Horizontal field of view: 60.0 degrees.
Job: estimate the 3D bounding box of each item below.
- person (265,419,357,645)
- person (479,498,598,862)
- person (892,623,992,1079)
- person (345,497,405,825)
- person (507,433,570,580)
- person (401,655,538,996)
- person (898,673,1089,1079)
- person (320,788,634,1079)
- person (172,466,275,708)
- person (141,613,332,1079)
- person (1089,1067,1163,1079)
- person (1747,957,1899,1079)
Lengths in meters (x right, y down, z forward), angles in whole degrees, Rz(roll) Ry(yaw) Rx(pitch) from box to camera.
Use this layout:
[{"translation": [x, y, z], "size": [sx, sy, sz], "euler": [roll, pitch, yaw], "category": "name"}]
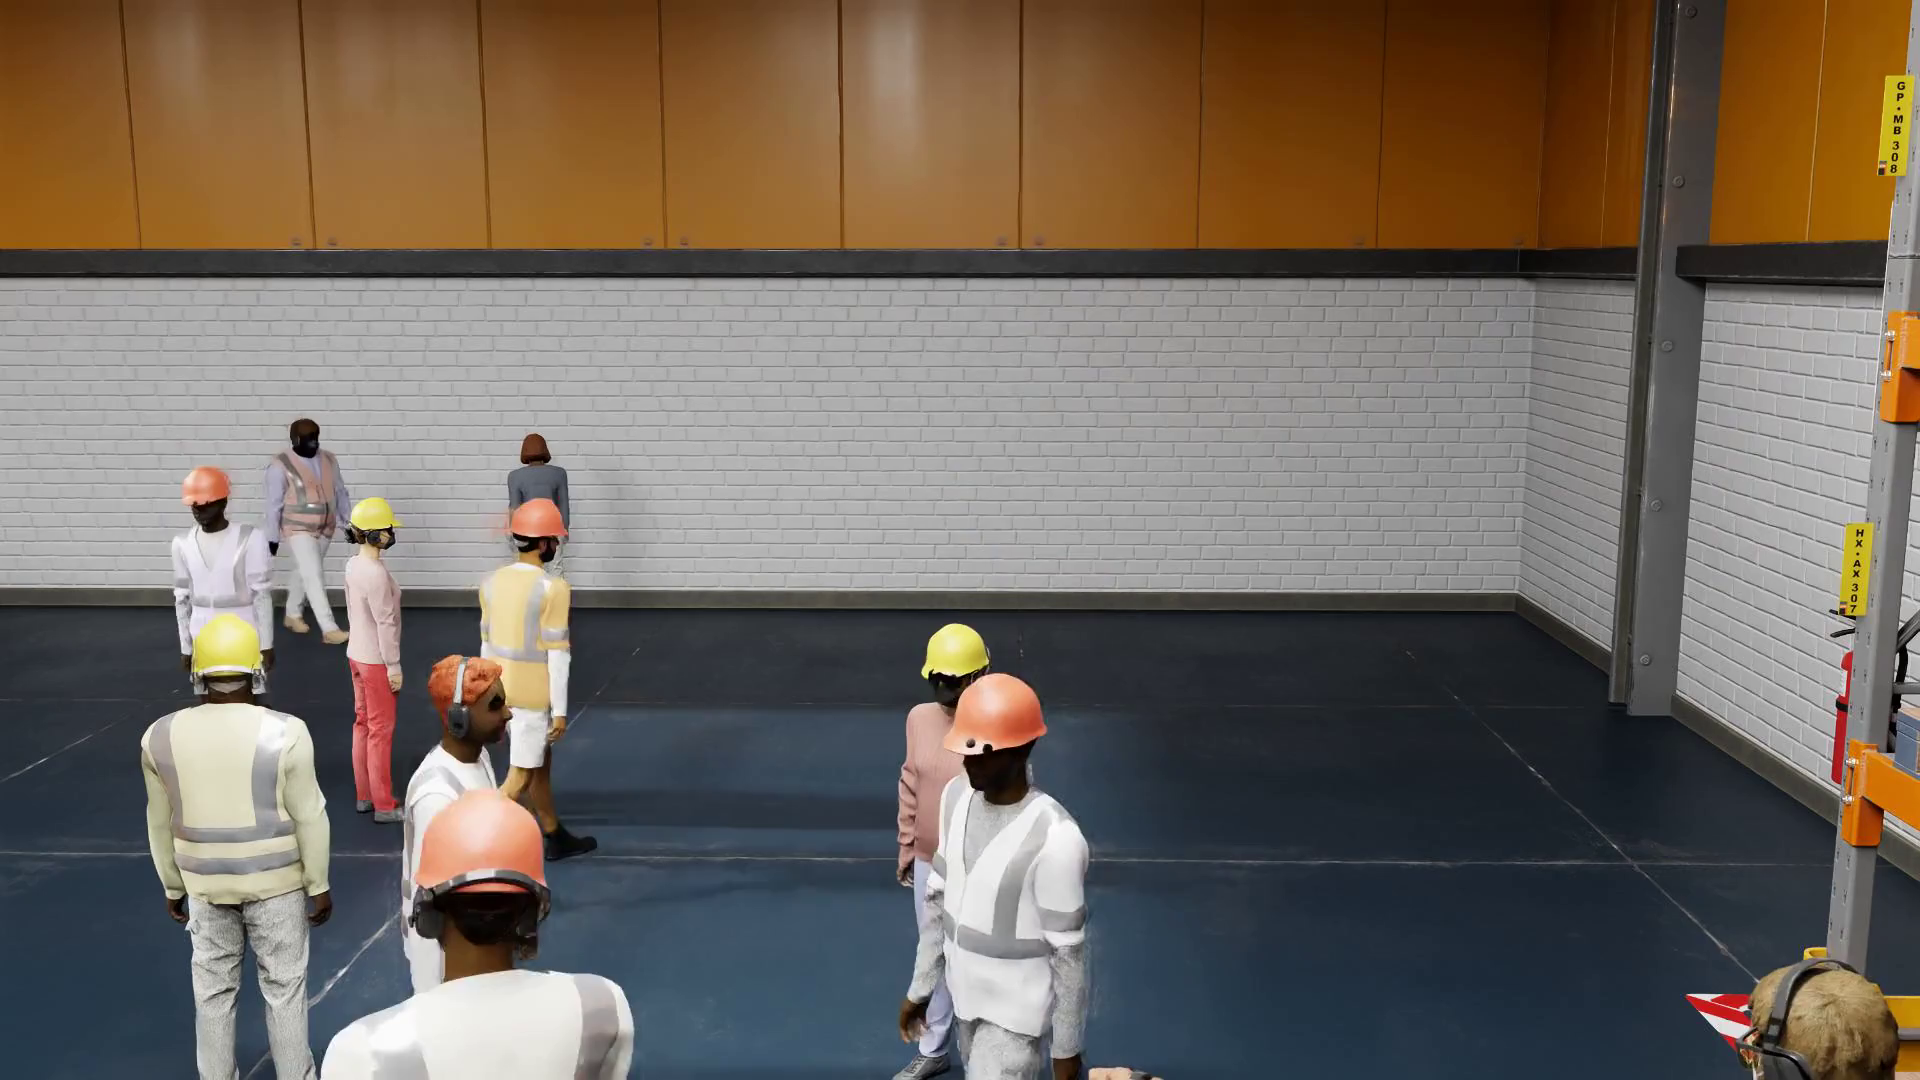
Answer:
[{"translation": [-5.231, -0.083, 13.337], "size": [0.975, 1.798, 0.622], "euler": [5, 11, 26], "category": "person"}, {"translation": [-2.165, 0.753, 8.047], "size": [0.555, 1.896, 0.960], "euler": [6, 11, 33], "category": "person"}, {"translation": [-0.014, 1.160, 5.956], "size": [0.523, 1.767, 0.313], "euler": [7, 12, 35], "category": "person"}, {"translation": [-3.144, 0.649, 9.005], "size": [0.315, 1.769, 0.523], "euler": [-7, 12, -37], "category": "person"}, {"translation": [-3.453, -0.063, 13.665], "size": [0.499, 1.633, 0.279], "euler": [-5, 11, -26], "category": "person"}, {"translation": [-1.455, 1.255, 5.172], "size": [0.969, 1.829, 0.606], "euler": [-1, 10, -8], "category": "person"}, {"translation": [0.121, 1.295, 4.750], "size": [0.741, 1.926, 0.551], "euler": [-6, 11, -34], "category": "person"}, {"translation": [-0.952, 1.486, 3.244], "size": [0.645, 2.014, 0.511], "euler": [-7, 12, -37], "category": "person"}, {"translation": [-4.064, 0.524, 9.262], "size": [0.560, 1.921, 0.601], "euler": [1, 10, 4], "category": "person"}, {"translation": [-2.465, 1.157, 5.756], "size": [0.599, 1.834, 0.404], "euler": [0, 9, 0], "category": "person"}, {"translation": [0.317, 1.722, 2.958], "size": [0.315, 1.640, 0.515], "euler": [3, 10, 18], "category": "person"}, {"translation": [1.373, 1.616, 2.716], "size": [0.627, 1.934, 0.371], "euler": [-5, 11, -28], "category": "person"}]
